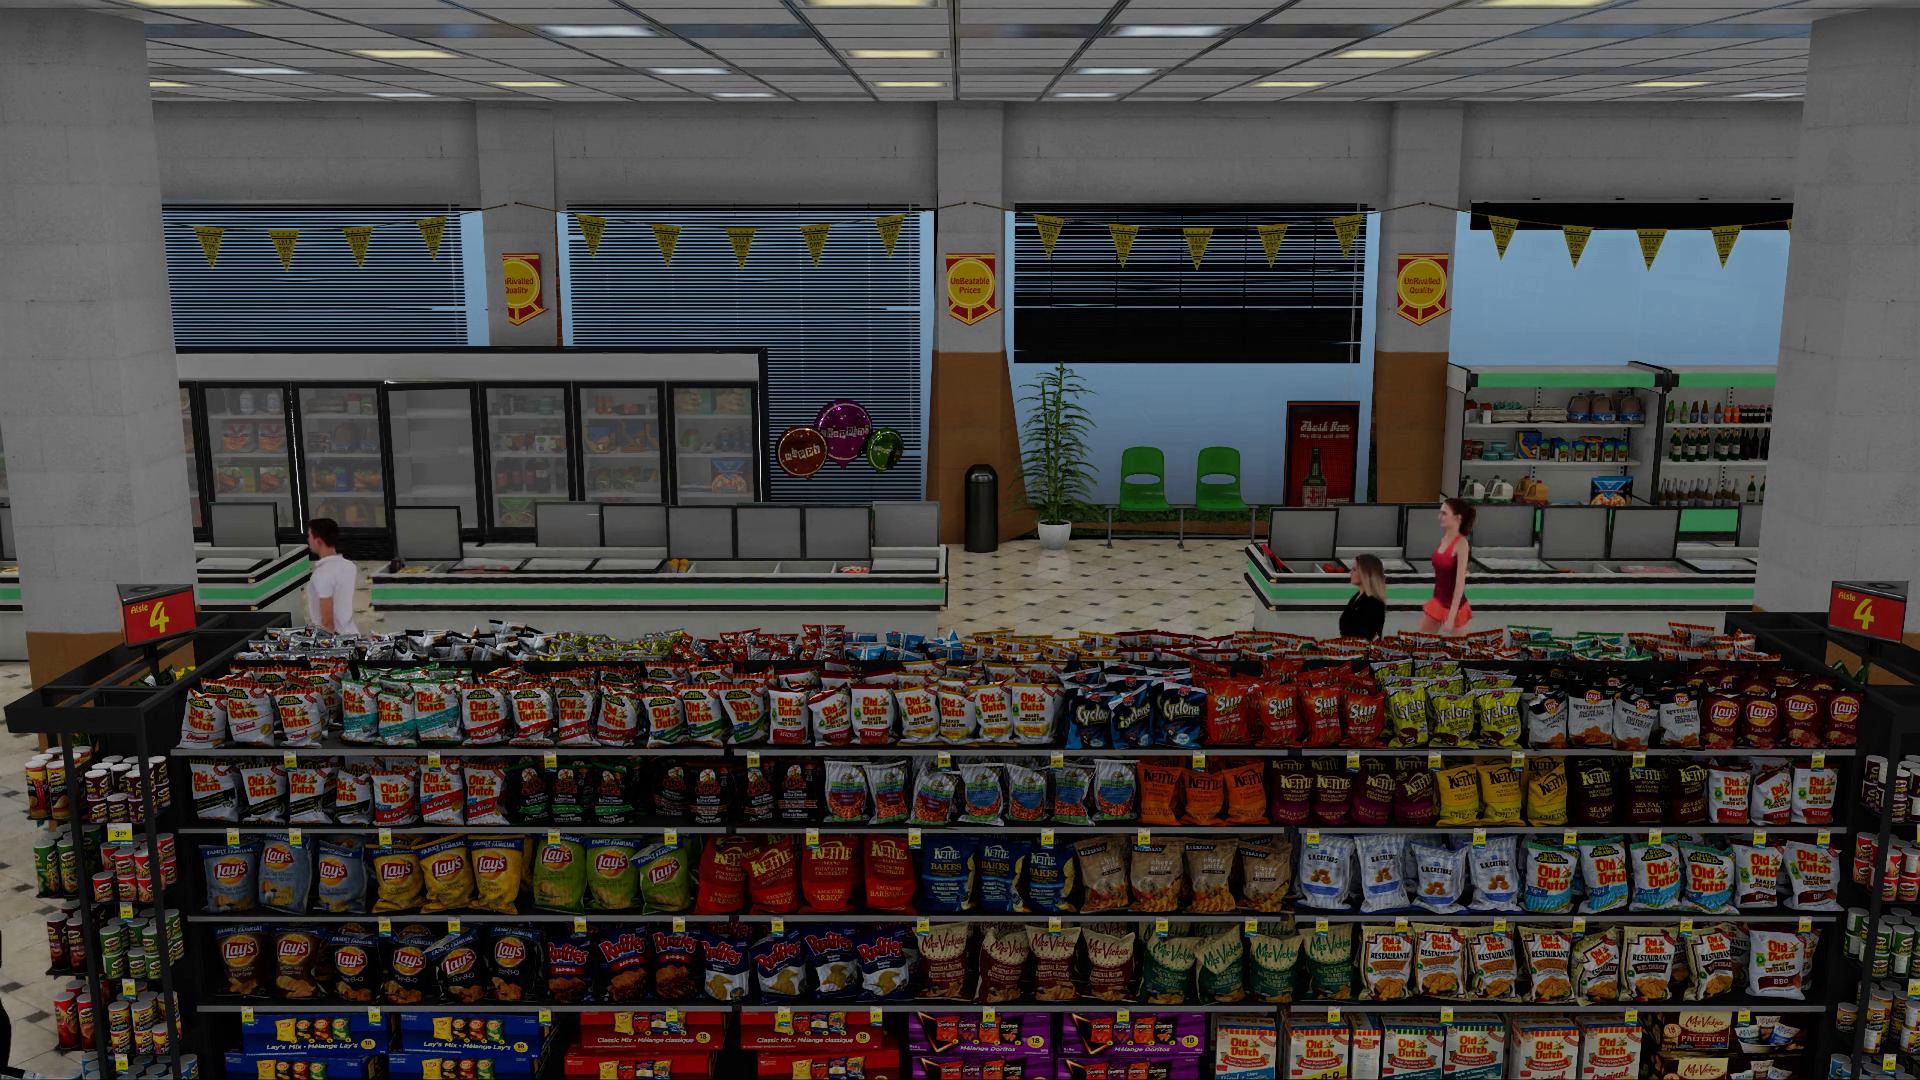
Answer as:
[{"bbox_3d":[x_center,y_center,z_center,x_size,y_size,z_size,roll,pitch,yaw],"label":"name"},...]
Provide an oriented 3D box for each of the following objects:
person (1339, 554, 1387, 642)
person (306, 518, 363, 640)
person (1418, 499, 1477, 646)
[{"bbox_3d":[2.793,0.949,11.107,1.117,1.635,0.602,0,12,0],"label":"person"},{"bbox_3d":[-4.212,0.773,11.494,1.016,1.821,0.767,1,12,6],"label":"person"},{"bbox_3d":[3.847,0.557,12.795,1.176,1.707,0.721,-2,12,-10],"label":"person"}]
